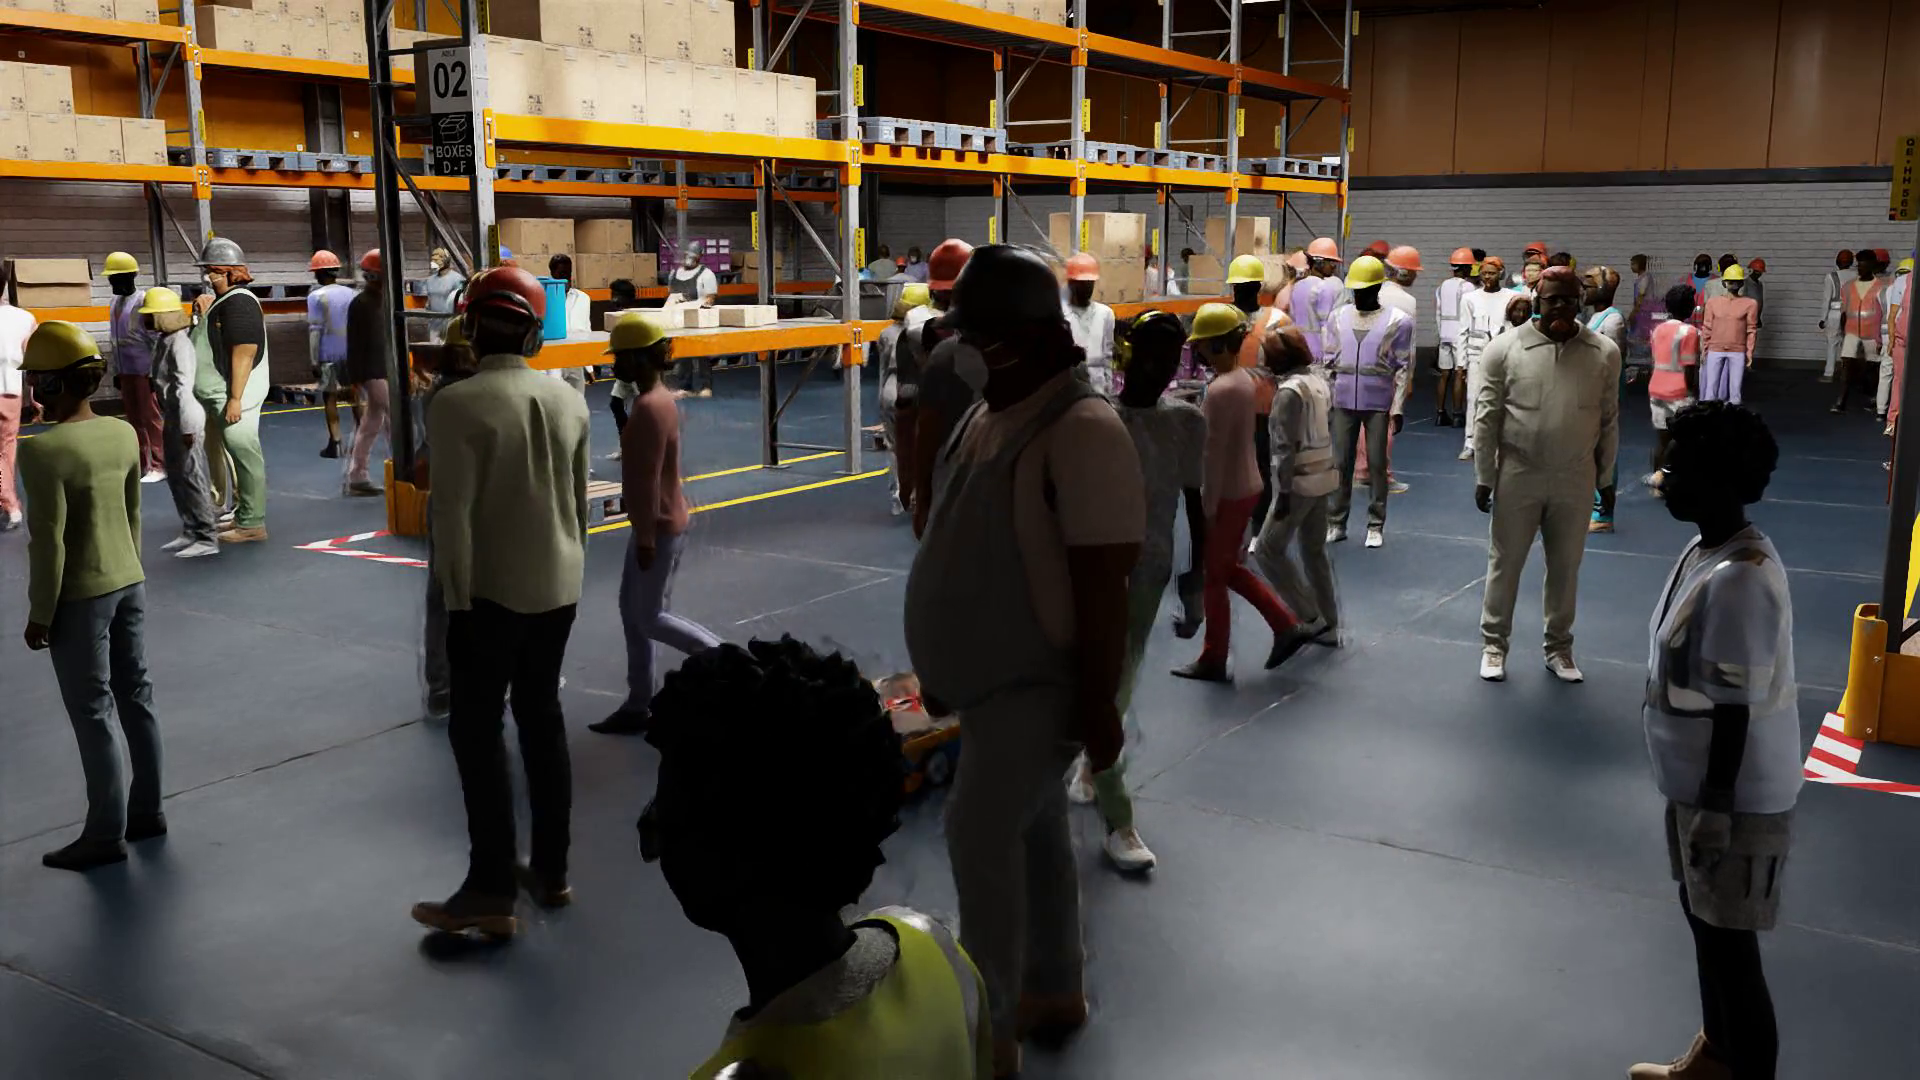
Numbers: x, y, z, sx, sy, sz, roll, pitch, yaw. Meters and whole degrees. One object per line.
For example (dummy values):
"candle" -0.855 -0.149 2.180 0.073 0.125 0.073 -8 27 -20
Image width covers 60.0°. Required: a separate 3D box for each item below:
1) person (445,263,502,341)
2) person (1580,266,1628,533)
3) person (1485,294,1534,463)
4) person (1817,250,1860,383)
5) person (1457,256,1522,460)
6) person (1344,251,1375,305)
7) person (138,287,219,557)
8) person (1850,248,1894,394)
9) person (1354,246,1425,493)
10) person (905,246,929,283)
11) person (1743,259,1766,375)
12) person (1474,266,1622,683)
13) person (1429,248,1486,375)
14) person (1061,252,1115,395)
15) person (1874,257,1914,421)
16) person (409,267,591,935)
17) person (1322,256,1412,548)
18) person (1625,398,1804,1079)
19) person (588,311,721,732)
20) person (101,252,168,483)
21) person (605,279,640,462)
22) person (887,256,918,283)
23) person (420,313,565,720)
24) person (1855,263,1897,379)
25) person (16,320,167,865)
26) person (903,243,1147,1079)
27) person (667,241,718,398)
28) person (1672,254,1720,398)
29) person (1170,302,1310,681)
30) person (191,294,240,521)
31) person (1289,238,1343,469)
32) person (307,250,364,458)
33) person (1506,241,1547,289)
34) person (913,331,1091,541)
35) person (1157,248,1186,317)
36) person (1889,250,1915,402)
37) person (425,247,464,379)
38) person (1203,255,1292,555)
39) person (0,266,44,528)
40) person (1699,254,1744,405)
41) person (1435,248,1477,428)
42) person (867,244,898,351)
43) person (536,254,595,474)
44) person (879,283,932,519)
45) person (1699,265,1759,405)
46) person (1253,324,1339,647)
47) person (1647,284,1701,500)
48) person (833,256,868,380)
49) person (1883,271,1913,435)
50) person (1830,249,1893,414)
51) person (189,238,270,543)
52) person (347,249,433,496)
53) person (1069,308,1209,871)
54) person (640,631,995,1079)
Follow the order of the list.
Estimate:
"person" -4.225 -1.559 14.697 0.634 1.885 0.467 -4 11 -21
"person" 4.419 -0.965 11.523 0.345 1.845 0.505 1 10 8
"person" 4.244 -1.052 12.627 0.533 1.608 0.712 2 10 8
"person" 12.524 -3.175 23.664 0.576 1.882 0.355 -1 10 -4
"person" 4.850 -1.650 15.239 0.583 1.877 0.356 5 12 28
"person" 5.346 -2.885 22.055 0.587 1.883 0.340 2 11 13
"person" -5.013 -0.749 10.646 0.351 1.732 0.496 -8 13 -37
"person" 11.901 -2.854 21.786 0.610 1.916 0.561 -4 11 -20
"person" 3.461 -1.356 13.379 0.469 1.973 0.656 -5 11 -24
"person" -0.796 -4.274 29.638 0.654 1.921 0.478 1 10 6
"person" 11.914 -3.355 25.039 0.563 1.742 0.338 -8 13 -36
"person" 2.681 -0.288 7.600 0.645 1.907 0.400 1 10 6
"person" 7.532 -3.380 24.763 1.018 1.905 0.612 5 11 26
"person" 0.829 -1.006 11.488 0.550 1.935 0.376 -4 11 -20
"person" 10.473 -2.212 18.474 0.404 1.829 0.588 -9 13 -40
"person" -1.379 0.165 4.993 0.476 1.941 0.777 6 12 29
"person" 2.660 -0.905 10.985 0.584 1.917 0.381 6 12 31
"person" 1.666 0.534 3.674 0.321 1.685 0.542 3 11 14
"person" -1.203 -0.058 6.765 0.640 1.739 0.544 -2 10 -10
"person" -6.899 -1.432 13.888 0.594 1.922 0.386 6 12 32
"person" -2.982 -1.507 14.971 0.601 1.664 0.561 -7 12 -33
"person" -0.962 -3.804 27.500 0.564 1.753 0.336 -2 11 -13
"person" -2.052 -0.116 7.175 0.499 1.714 0.759 5 11 27
"person" 13.329 -3.259 24.226 0.570 1.845 0.383 6 12 32
"person" -2.852 0.174 5.427 0.310 1.769 0.525 1 10 6
"person" 0.049 0.291 4.016 0.759 2.000 0.702 -4 11 -22
"person" -3.469 -2.830 21.309 0.722 2.000 0.536 6 12 29
"person" 9.484 -2.746 21.399 0.633 1.843 0.429 6 12 32
"person" 1.269 -0.206 7.581 0.539 1.745 0.543 4 11 23
"person" -5.392 -0.954 12.047 0.499 1.633 0.286 6 12 30
"person" 3.077 -1.579 14.392 0.394 2.038 0.605 -3 11 -17
"person" -5.834 -1.722 15.501 0.387 1.928 0.551 7 12 34
"person" 6.718 -2.500 19.590 0.681 2.018 0.484 2 10 12
"person" 0.186 -0.215 6.820 0.702 2.000 1.041 3 11 14
"person" 3.273 -3.735 26.625 0.595 1.928 0.695 -4 11 -23
"person" 11.771 -2.647 20.574 0.402 1.942 0.604 5 11 25
"person" -5.923 -2.393 19.174 0.636 1.939 0.365 6 12 32
"person" 1.841 -0.871 10.770 0.593 1.926 0.366 6 12 32
"person" -6.867 -1.027 11.852 0.590 1.883 0.975 -8 13 -38
"person" 9.216 -2.526 20.147 0.328 1.861 0.502 -9 14 -42
"person" 5.373 -2.172 17.953 0.358 1.938 0.542 -5 11 -25
"person" -1.393 -4.433 30.479 0.629 1.939 0.374 -2 10 -13
"person" -3.420 -1.495 14.299 0.384 1.910 0.584 9 14 42
"person" -0.421 -0.997 12.077 0.492 1.724 0.602 4 11 23
"person" 7.893 -1.936 17.113 0.532 1.770 0.306 6 12 32
"person" 1.661 -0.242 8.144 0.454 1.614 0.596 5 11 26
"person" 5.528 -1.131 12.846 0.346 1.686 0.551 -2 10 -10
"person" -1.552 -3.203 24.003 0.587 1.814 0.458 8 13 39
"person" 9.914 -2.074 17.120 0.688 2.000 0.539 6 12 32
"person" 10.645 -2.450 19.553 0.988 1.927 0.619 -10 14 -43
"person" -4.934 -1.005 11.202 0.538 2.000 0.681 -4 11 -23
"person" -4.414 -1.288 13.032 1.010 1.937 0.609 0 10 -1
"person" 0.539 0.117 5.658 0.583 1.808 0.994 -1 10 -7
"person" -0.104 0.914 1.530 0.370 1.685 0.540 3 11 16
